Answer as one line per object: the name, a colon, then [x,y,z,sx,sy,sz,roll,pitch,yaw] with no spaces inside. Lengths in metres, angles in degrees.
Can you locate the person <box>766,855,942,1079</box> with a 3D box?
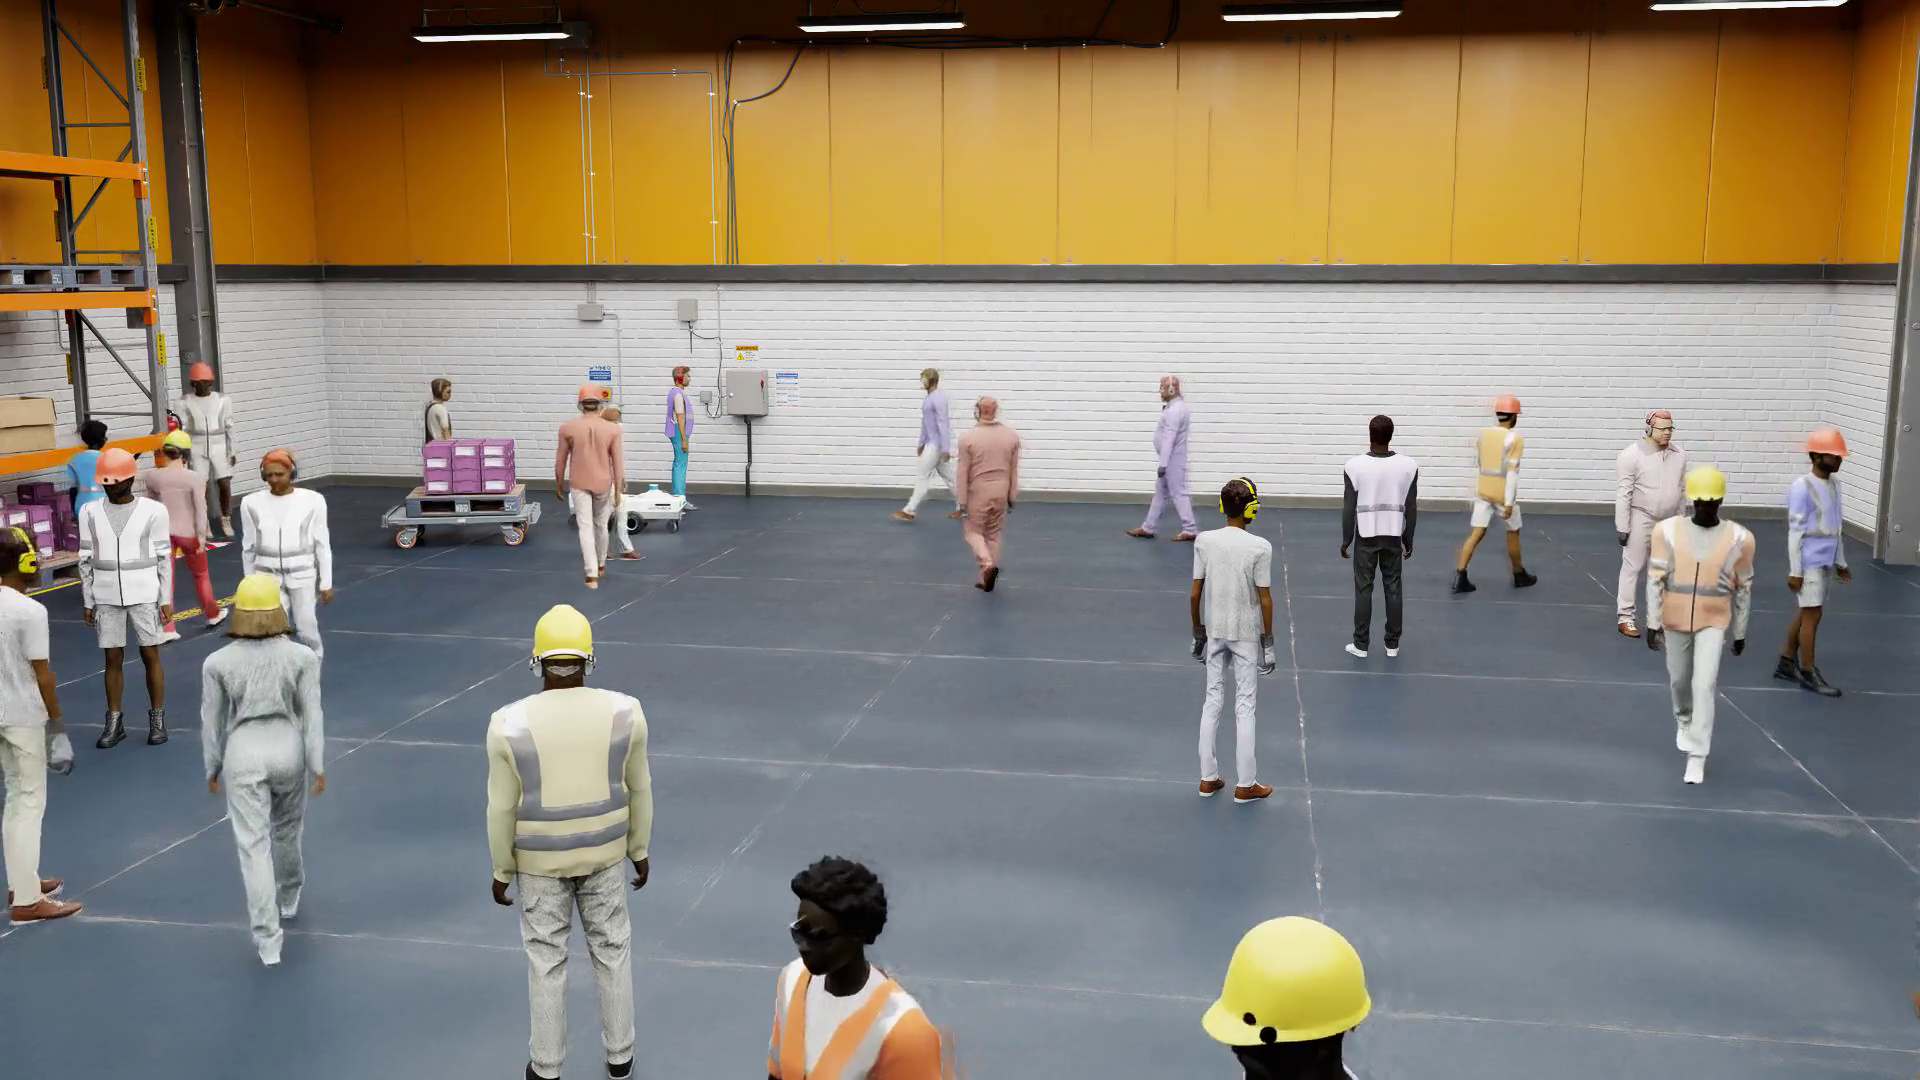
person: [-0.352,1.572,3.941,0.802,1.662,0.551,-7,11,-36]

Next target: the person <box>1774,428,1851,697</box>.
person: [6.225,0.142,12.073,0.544,1.938,0.503,-7,12,-37]

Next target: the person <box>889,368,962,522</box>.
person: [-0.324,-1.155,20.240,1.039,1.883,0.651,-1,9,-8]

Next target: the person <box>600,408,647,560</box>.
person: [-3.565,-0.578,17.457,0.693,1.604,0.530,0,9,-1]

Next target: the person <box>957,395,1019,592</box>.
person: [0.270,-0.418,15.634,0.649,1.889,0.616,-4,10,-25]

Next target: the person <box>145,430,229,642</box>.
person: [-6.470,-0.052,13.852,0.537,1.722,0.886,0,9,-1]

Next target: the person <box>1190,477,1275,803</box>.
person: [1.569,0.570,9.567,0.533,1.868,0.310,7,11,35]

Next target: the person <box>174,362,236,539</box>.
person: [-8.500,-0.988,18.773,0.625,2.019,0.667,-5,11,-29]

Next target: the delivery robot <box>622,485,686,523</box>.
delivery robot: [-3.560,-0.403,19.374,0.707,0.478,0.477,0,9,-1]

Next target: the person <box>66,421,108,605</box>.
person: [-7.889,-0.265,15.373,0.540,1.671,0.705,2,9,14]

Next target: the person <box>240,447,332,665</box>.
person: [-4.649,0.263,11.550,0.583,1.856,0.836,-2,9,-12]

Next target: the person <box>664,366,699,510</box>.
person: [-3.574,-1.299,21.238,0.389,1.843,0.567,-3,9,-15]

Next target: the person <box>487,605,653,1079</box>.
person: [-1.432,1.143,6.120,0.600,1.831,0.404,-4,10,-24]

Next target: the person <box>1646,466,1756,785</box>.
person: [4.526,0.466,10.197,0.580,1.886,0.984,6,11,31]

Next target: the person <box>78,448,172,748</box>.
person: [-5.325,0.369,10.631,0.542,1.928,0.374,-2,9,-14]

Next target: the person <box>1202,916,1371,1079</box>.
person: [0.704,1.593,3.109,0.640,1.903,0.612,-2,9,-13]

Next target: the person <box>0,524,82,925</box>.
person: [-4.399,0.857,7.836,0.594,1.854,0.470,5,10,27]

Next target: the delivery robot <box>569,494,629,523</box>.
delivery robot: [-4.261,-0.441,19.614,0.707,0.478,0.477,5,10,26]

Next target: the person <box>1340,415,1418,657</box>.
person: [3.296,-0.026,13.103,0.591,1.922,0.392,0,9,-1]

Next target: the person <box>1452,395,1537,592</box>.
person: [5.102,-0.438,15.813,1.036,1.884,0.552,-6,11,-32]

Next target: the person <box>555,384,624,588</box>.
person: [-3.633,-0.547,16.262,0.620,1.943,0.983,-4,10,-24]

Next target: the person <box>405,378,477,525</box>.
person: [-6.226,-1.019,19.663,0.897,1.808,0.499,-4,10,-23]

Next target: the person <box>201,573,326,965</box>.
person: [-3.136,0.987,7.504,0.501,1.689,0.892,-4,10,-23]

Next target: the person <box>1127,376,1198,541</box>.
person: [2.323,-0.911,18.744,0.824,1.869,0.669,2,9,10]

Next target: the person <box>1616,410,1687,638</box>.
person: [5.762,-0.132,13.836,0.644,1.903,0.401,-3,10,-16]
